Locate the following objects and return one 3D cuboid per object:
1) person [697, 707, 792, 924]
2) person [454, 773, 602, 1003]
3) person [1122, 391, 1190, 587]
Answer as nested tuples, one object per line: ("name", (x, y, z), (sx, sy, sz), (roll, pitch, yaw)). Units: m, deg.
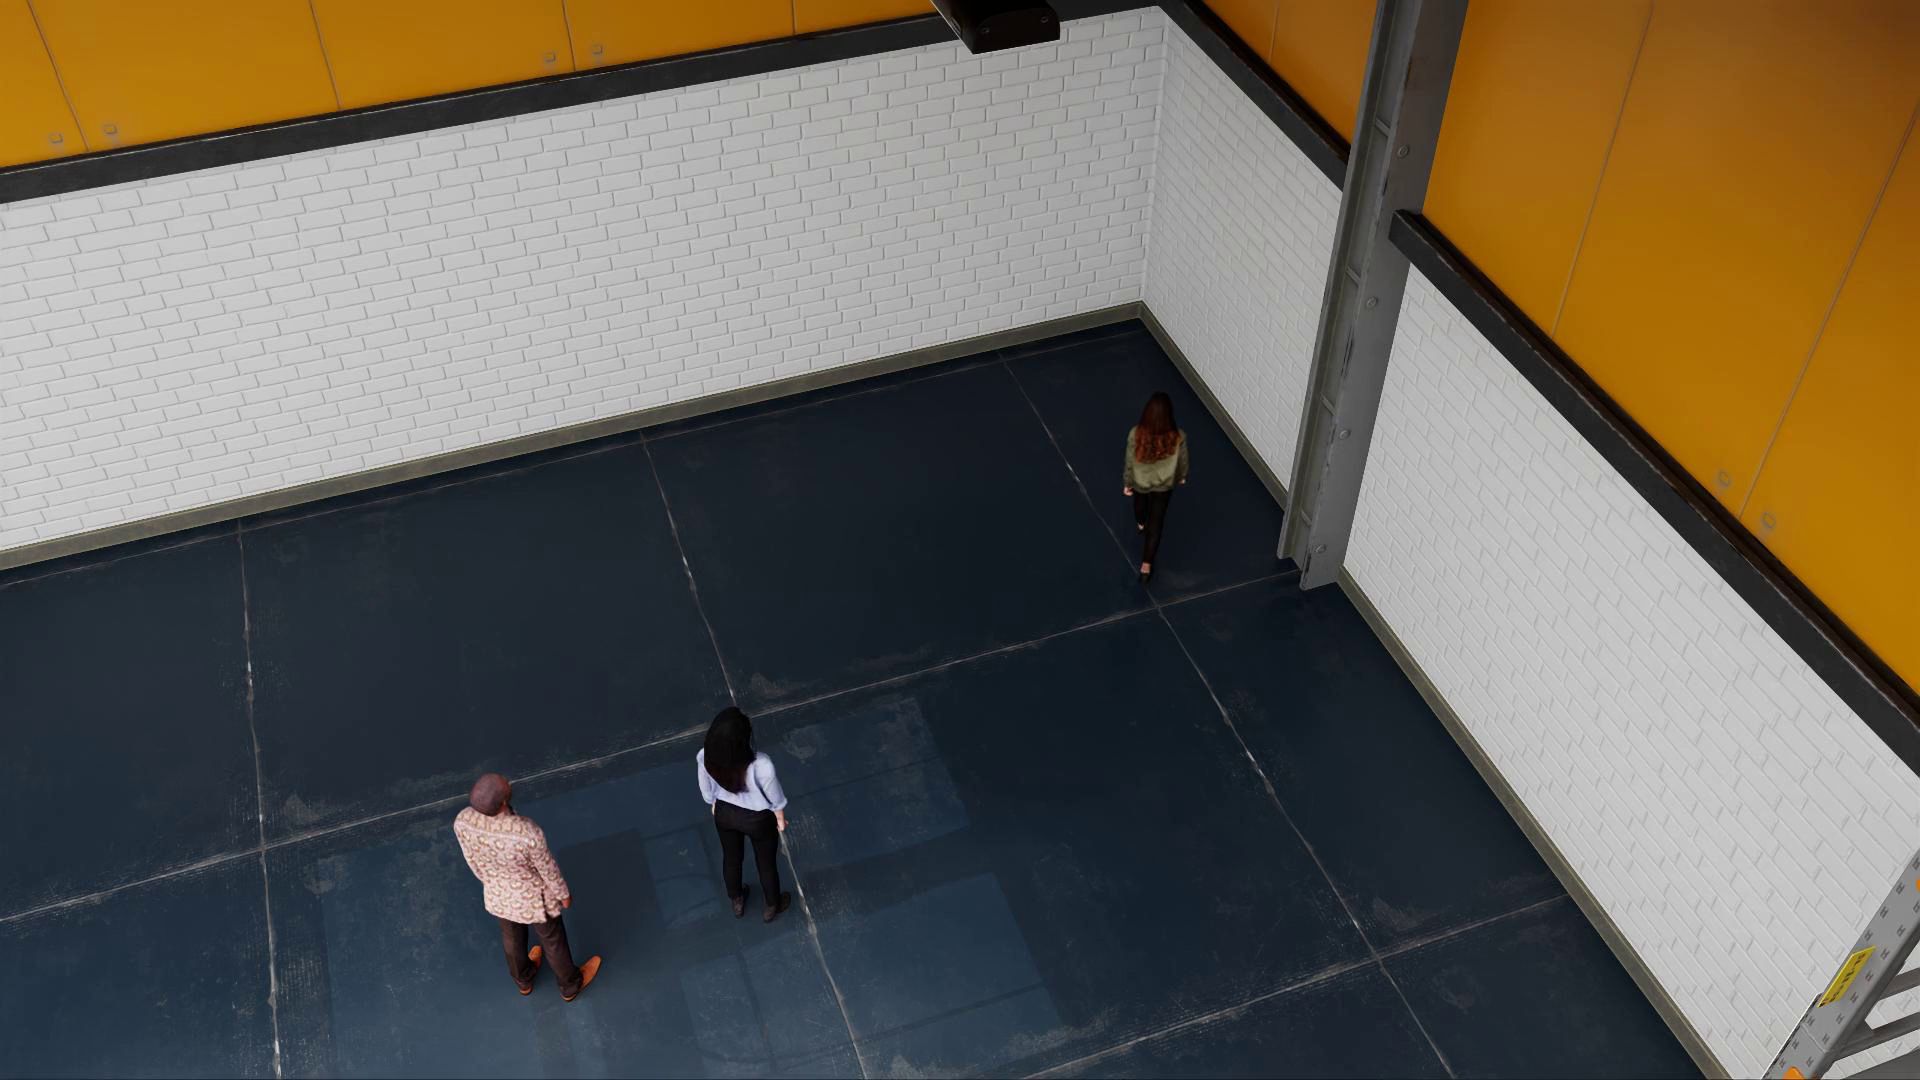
("person", (-1.198, 1.541, 9.239), (0.732, 1.744, 0.749), (10, 45, 10))
("person", (-2.334, 1.862, 8.857), (0.780, 1.806, 0.799), (11, 45, 11))
("person", (1.320, -0.340, 11.435), (0.924, 1.439, 1.097), (8, 44, 9))
